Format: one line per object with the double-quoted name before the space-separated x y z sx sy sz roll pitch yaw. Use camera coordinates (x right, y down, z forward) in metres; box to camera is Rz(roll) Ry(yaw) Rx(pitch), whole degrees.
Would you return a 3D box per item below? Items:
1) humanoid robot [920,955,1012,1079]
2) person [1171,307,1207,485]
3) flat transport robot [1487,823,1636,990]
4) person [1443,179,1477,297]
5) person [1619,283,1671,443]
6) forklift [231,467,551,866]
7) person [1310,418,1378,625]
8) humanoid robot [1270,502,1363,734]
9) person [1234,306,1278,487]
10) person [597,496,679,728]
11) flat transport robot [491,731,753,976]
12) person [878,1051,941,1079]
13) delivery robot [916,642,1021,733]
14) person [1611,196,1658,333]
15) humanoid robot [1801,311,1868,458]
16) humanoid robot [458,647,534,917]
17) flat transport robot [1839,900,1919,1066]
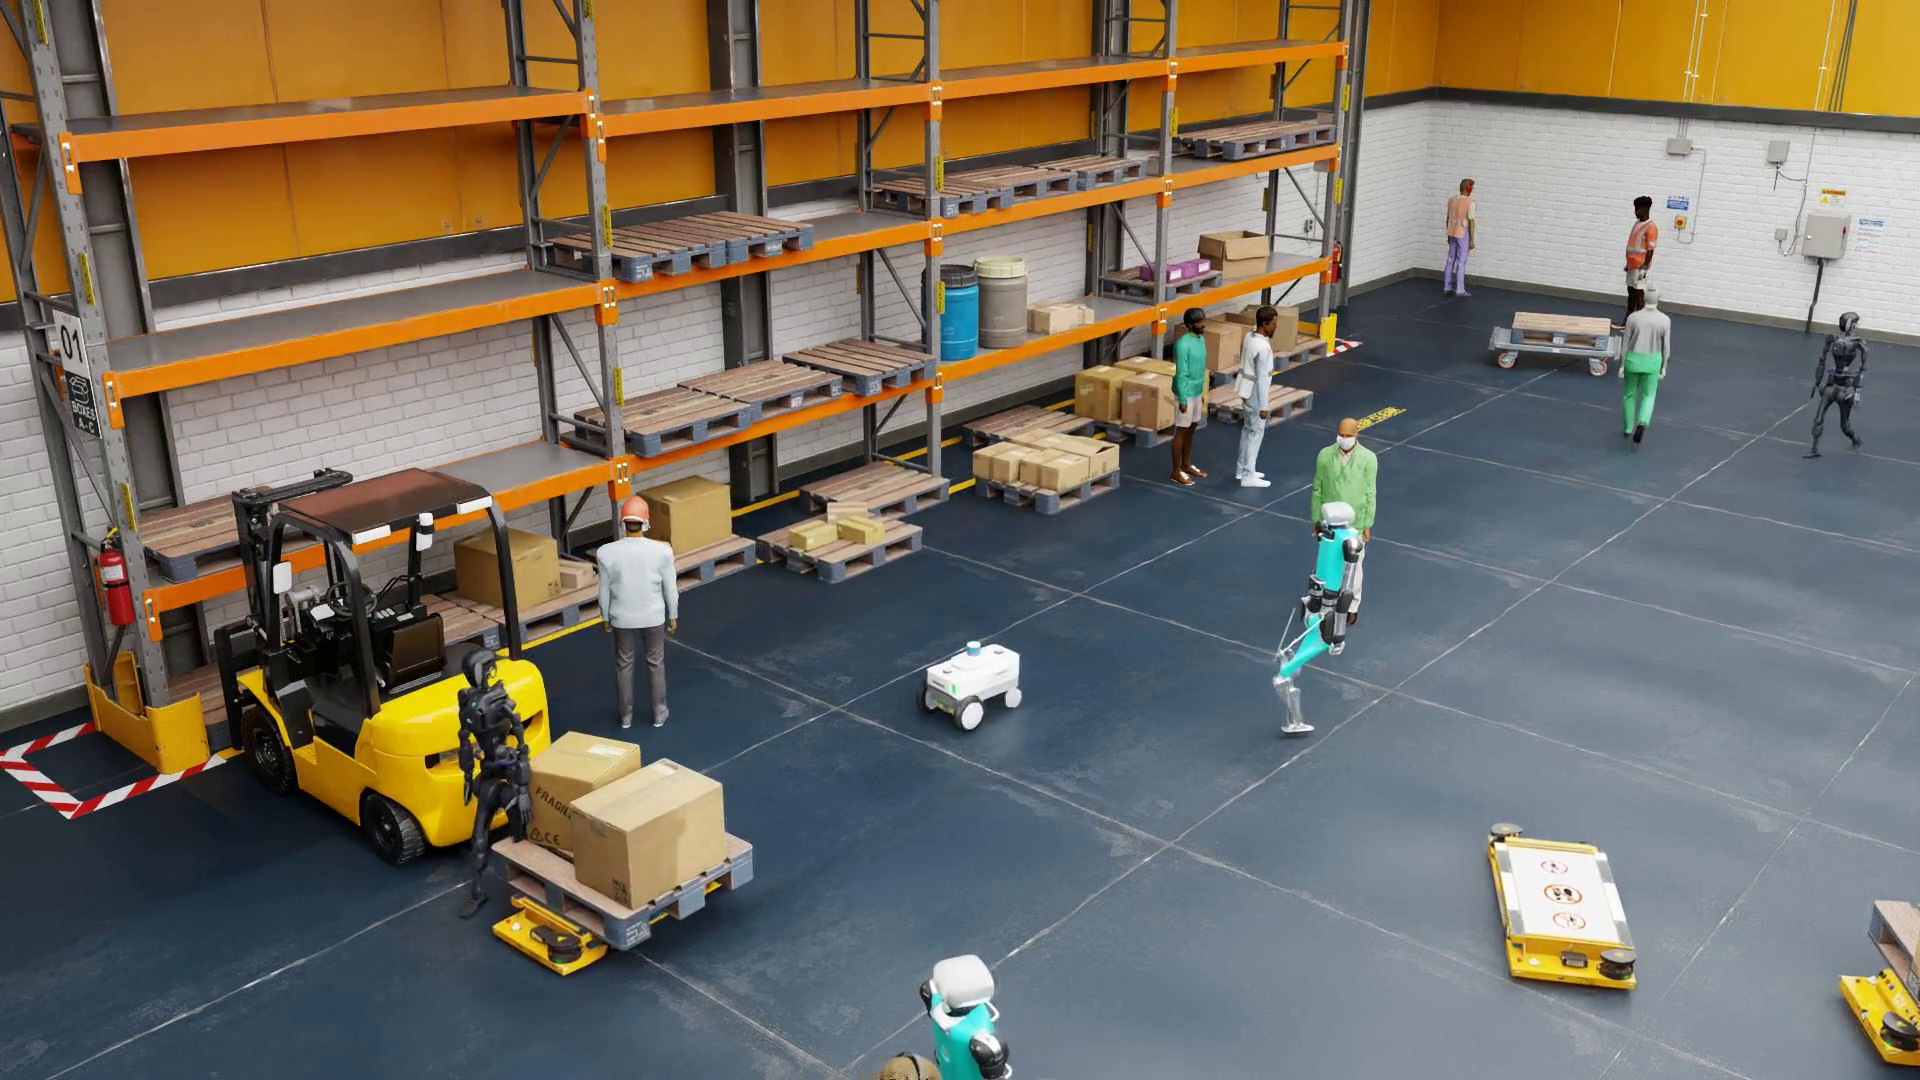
"humanoid robot" 0.267 2.426 6.910 1.029 1.736 0.543 -11 23 -28
"person" 2.388 -1.519 17.387 0.396 1.850 0.495 13 24 30
"flat transport robot" 3.511 2.131 9.777 0.659 0.231 1.431 4 21 11
"person" 7.857 -4.750 26.156 0.391 1.837 0.562 -11 23 -27
"person" 7.676 -1.979 18.680 0.522 1.822 0.678 8 22 22
"forklift" -3.730 0.710 10.856 2.313 2.155 1.214 17 26 38
"person" 3.173 -0.161 13.823 0.534 1.778 0.390 7 21 19
"humanoid robot" 2.410 0.647 11.790 0.735 1.854 0.536 -5 21 -13
"person" 3.059 -1.484 17.215 0.408 1.906 0.597 -2 20 -5
"person" -2.316 0.524 12.009 0.571 1.738 0.349 -3 21 -9
"flat transport robot" -1.985 2.091 9.886 0.659 0.231 1.431 16 26 37
"person" -0.128 2.694 5.911 0.781 1.891 0.701 -2 20 -5
"delivery robot" 0.081 1.060 12.295 0.808 0.614 0.499 -17 26 -39
"person" 9.690 -3.942 23.795 0.375 1.958 0.603 0 20 -1
"humanoid robot" 9.654 -1.689 18.172 0.748 1.646 0.613 -9 22 -23
"humanoid robot" -2.699 1.413 9.735 0.600 1.645 0.607 12 24 30
"flat transport robot" 5.491 2.520 8.722 1.431 0.231 0.659 2 20 7
